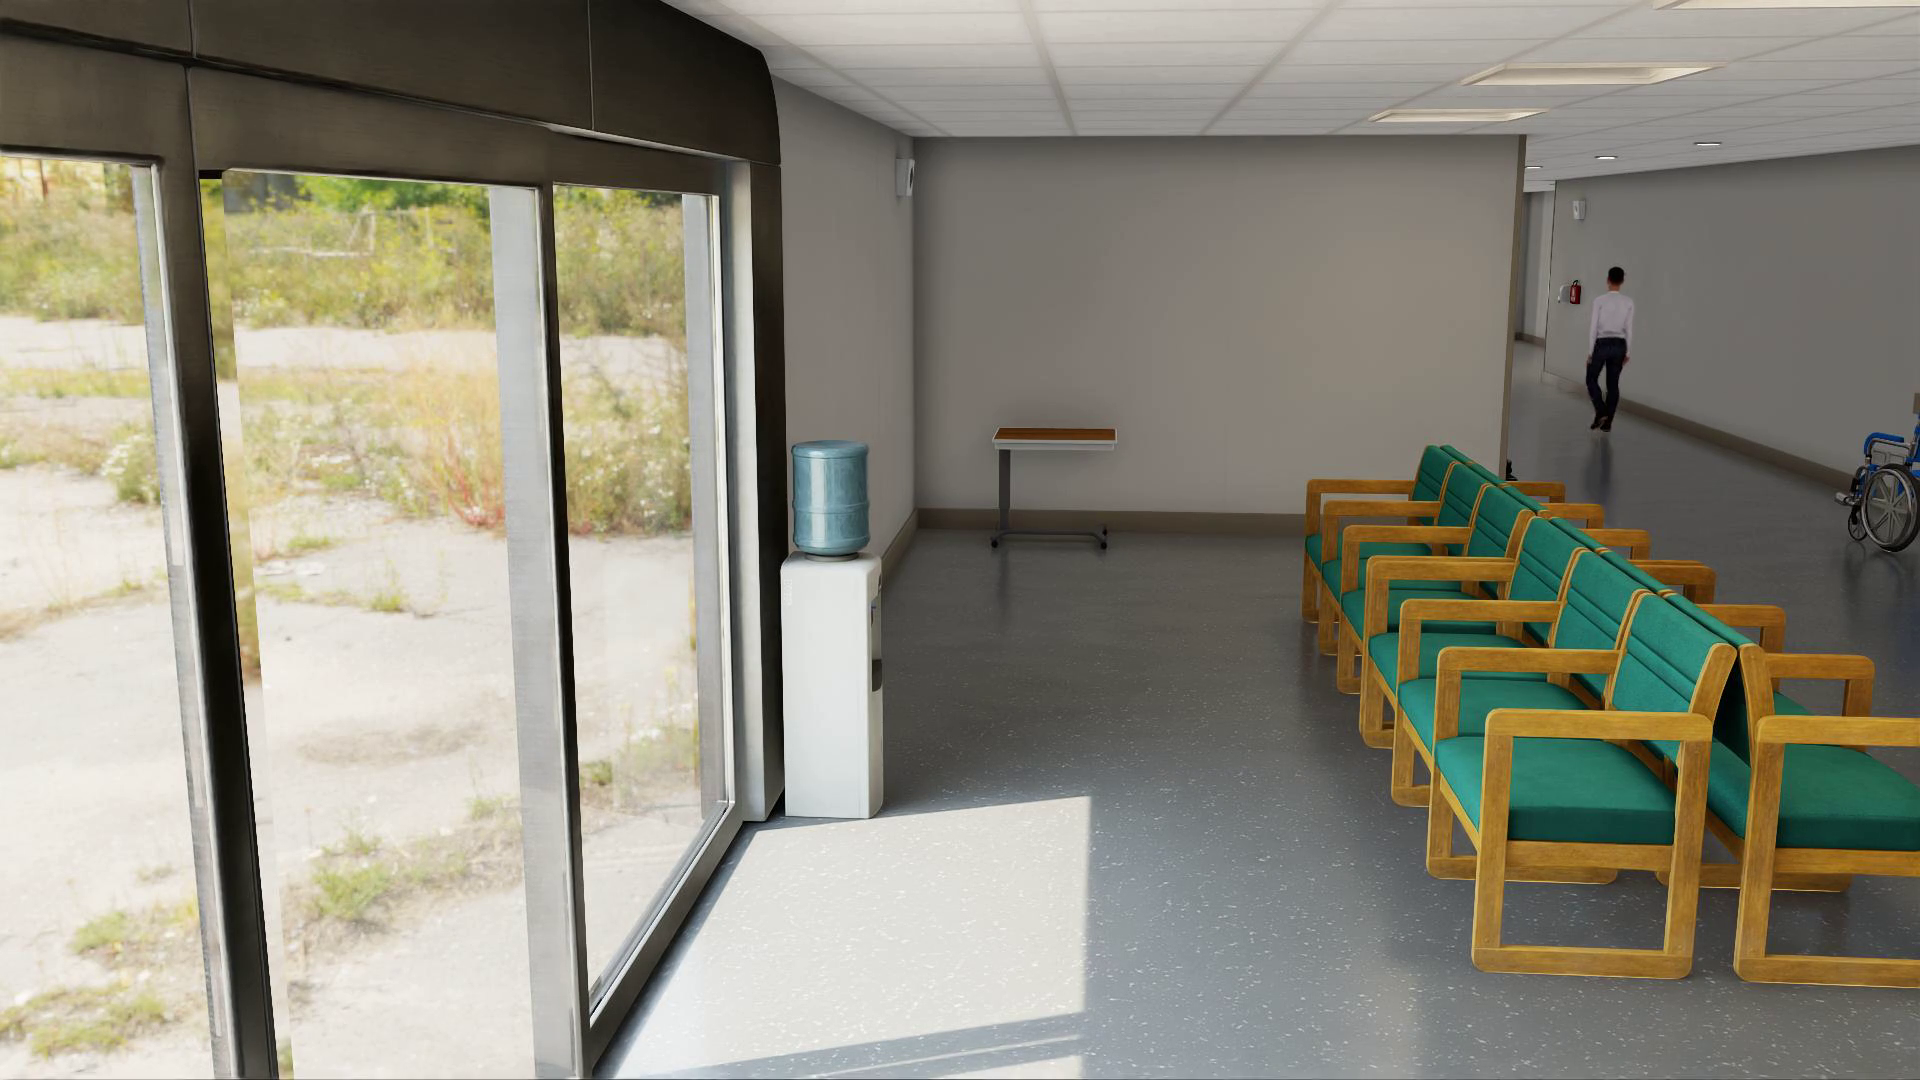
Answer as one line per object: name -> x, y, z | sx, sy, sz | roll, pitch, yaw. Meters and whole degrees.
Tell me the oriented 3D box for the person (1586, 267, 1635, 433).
person -> 7.303, -2.120, 18.669 | 0.592, 1.849, 0.690 | 1, 11, 7
